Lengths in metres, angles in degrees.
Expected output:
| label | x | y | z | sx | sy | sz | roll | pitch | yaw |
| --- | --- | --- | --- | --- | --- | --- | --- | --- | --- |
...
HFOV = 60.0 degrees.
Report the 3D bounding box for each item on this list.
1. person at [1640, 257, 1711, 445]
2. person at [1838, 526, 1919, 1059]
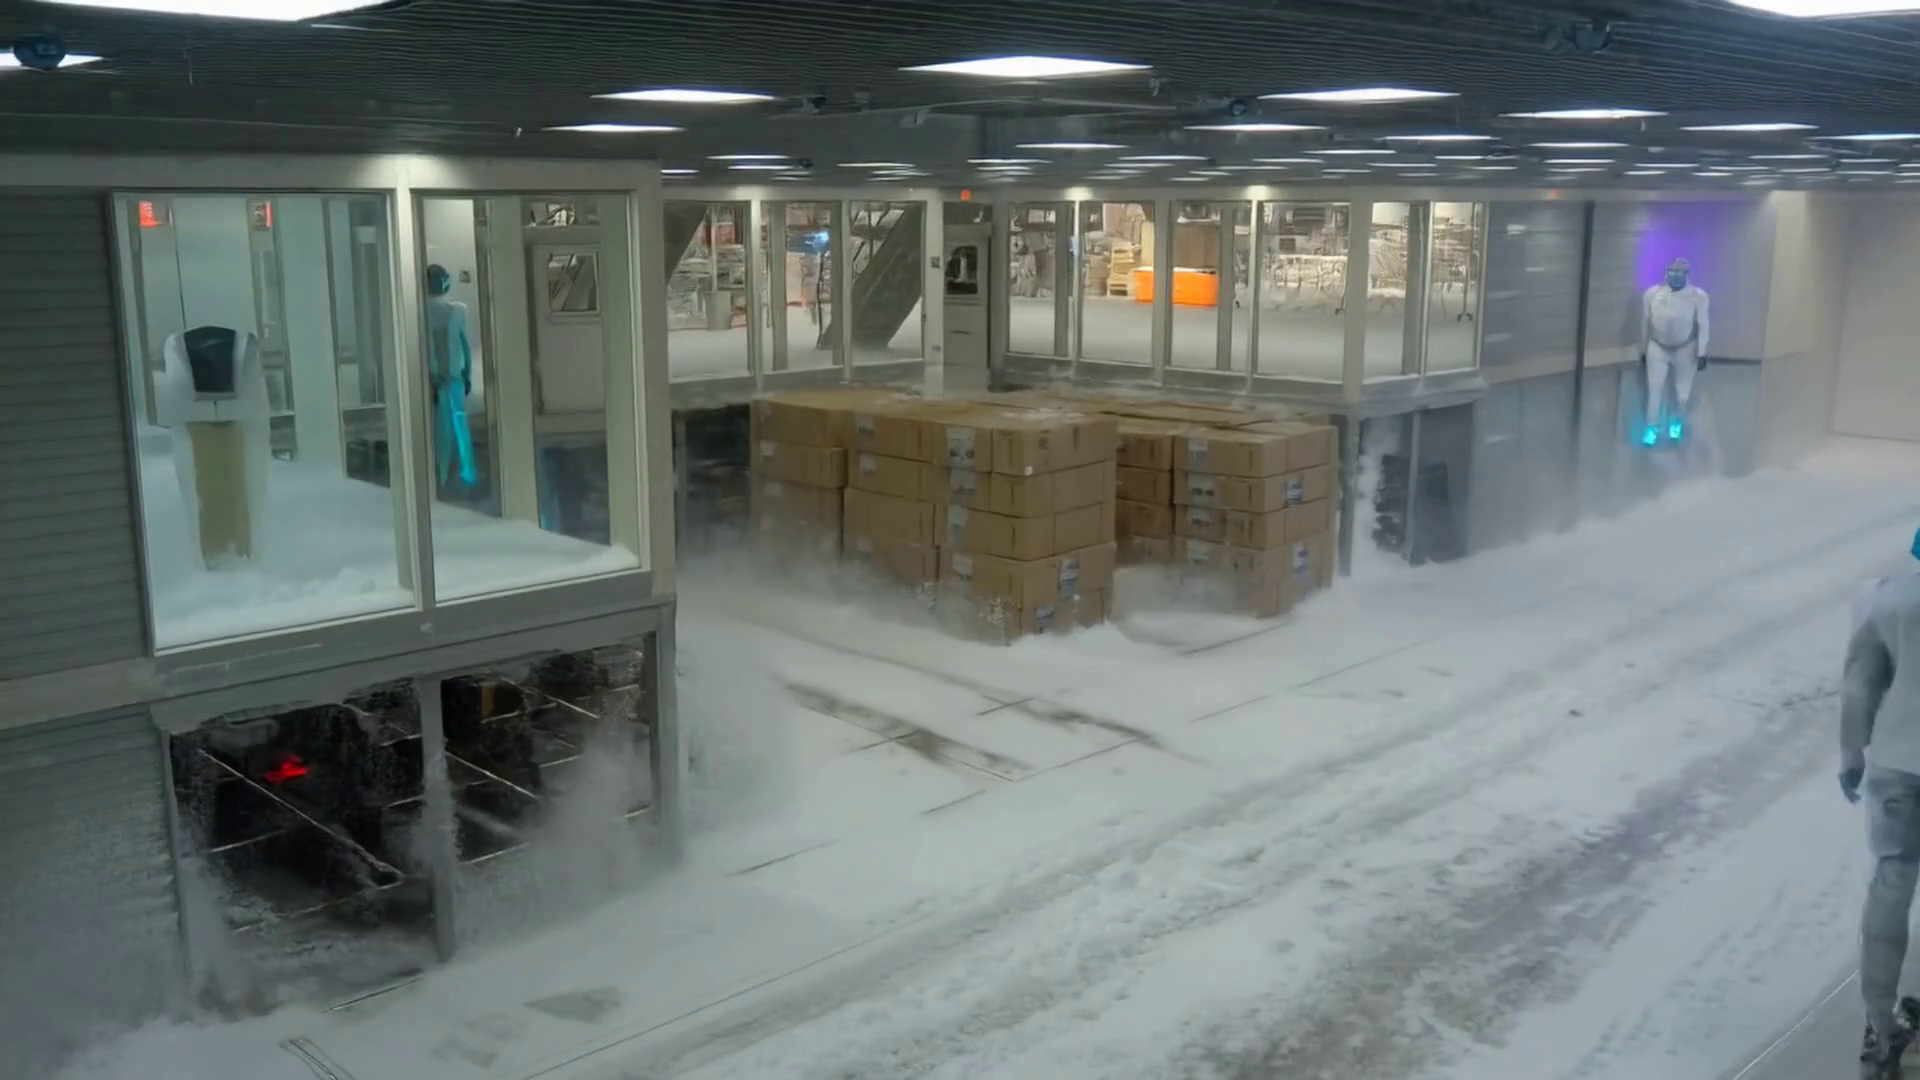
| label | x | y | z | sx | sy | sz | roll | pitch | yaw |
| --- | --- | --- | --- | --- | --- | --- | --- | --- | --- |
| person | 7.125 | -1.891 | 16.606 | 0.646 | 1.852 | 1.033 | 5 | 12 | 25 |
| person | 2.639 | 0.633 | 4.493 | 0.348 | 1.625 | 0.517 | -8 | 14 | -36 |
